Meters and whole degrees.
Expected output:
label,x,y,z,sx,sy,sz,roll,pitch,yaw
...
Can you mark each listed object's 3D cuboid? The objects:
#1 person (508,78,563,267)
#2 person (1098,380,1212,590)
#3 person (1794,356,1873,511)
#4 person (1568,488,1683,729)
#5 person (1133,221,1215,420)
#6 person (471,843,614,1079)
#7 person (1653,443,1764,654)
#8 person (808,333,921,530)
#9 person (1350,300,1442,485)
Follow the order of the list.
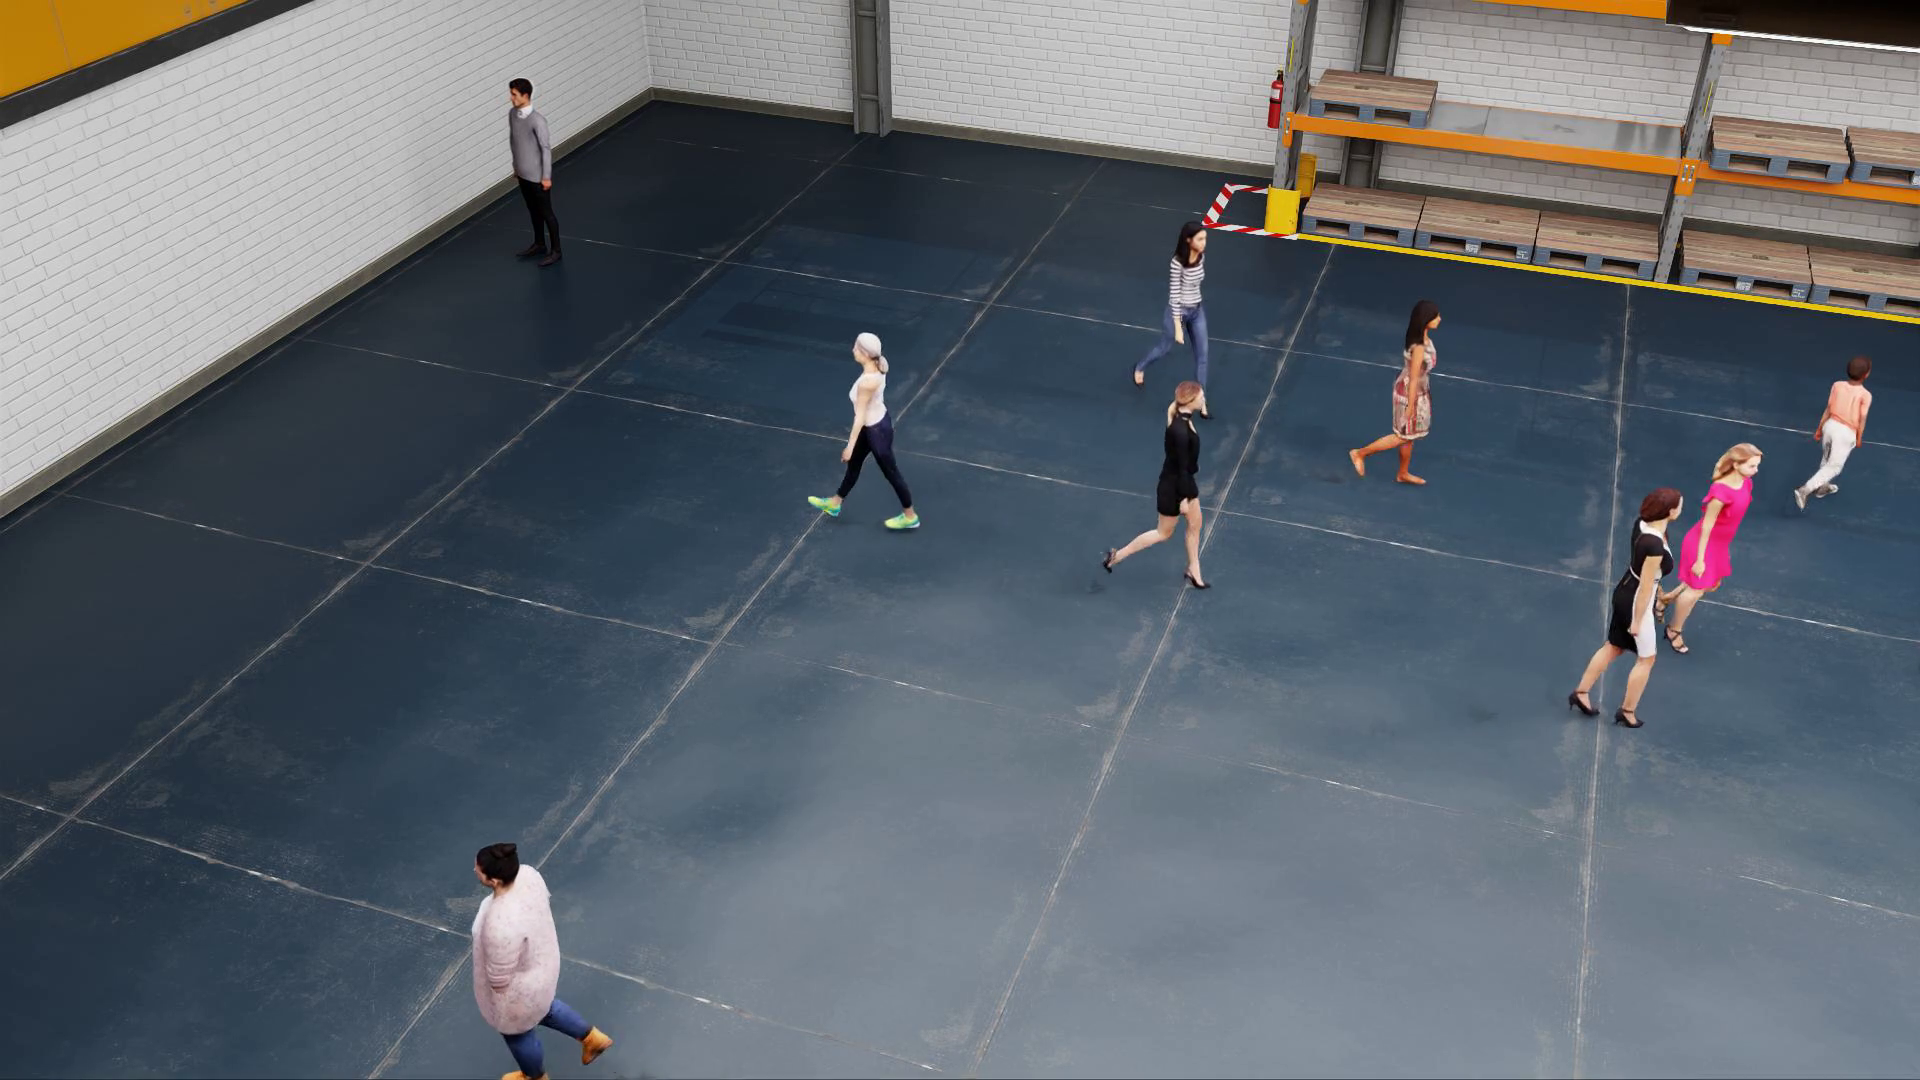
label,x,y,z,sx,sy,sz,roll,pitch,yaw
person,-4.363,-3.785,17.044,0.707,1.922,0.884,26,42,34
person,1.495,-0.347,12.032,1.143,1.744,0.774,2,34,3
person,6.936,-0.834,13.173,0.866,1.293,0.814,-15,37,-22
person,4.303,0.442,10.814,0.814,1.779,0.724,4,34,5
person,1.847,-1.906,14.369,0.953,1.753,1.212,-26,42,-34
person,-2.118,2.155,8.283,0.925,1.728,0.797,3,34,5
person,5.106,0.007,11.530,0.761,1.710,0.854,-24,41,-32
person,-0.561,-0.783,12.762,1.190,1.662,0.816,3,34,4
person,3.536,-1.168,13.367,0.910,1.633,0.697,7,34,10
